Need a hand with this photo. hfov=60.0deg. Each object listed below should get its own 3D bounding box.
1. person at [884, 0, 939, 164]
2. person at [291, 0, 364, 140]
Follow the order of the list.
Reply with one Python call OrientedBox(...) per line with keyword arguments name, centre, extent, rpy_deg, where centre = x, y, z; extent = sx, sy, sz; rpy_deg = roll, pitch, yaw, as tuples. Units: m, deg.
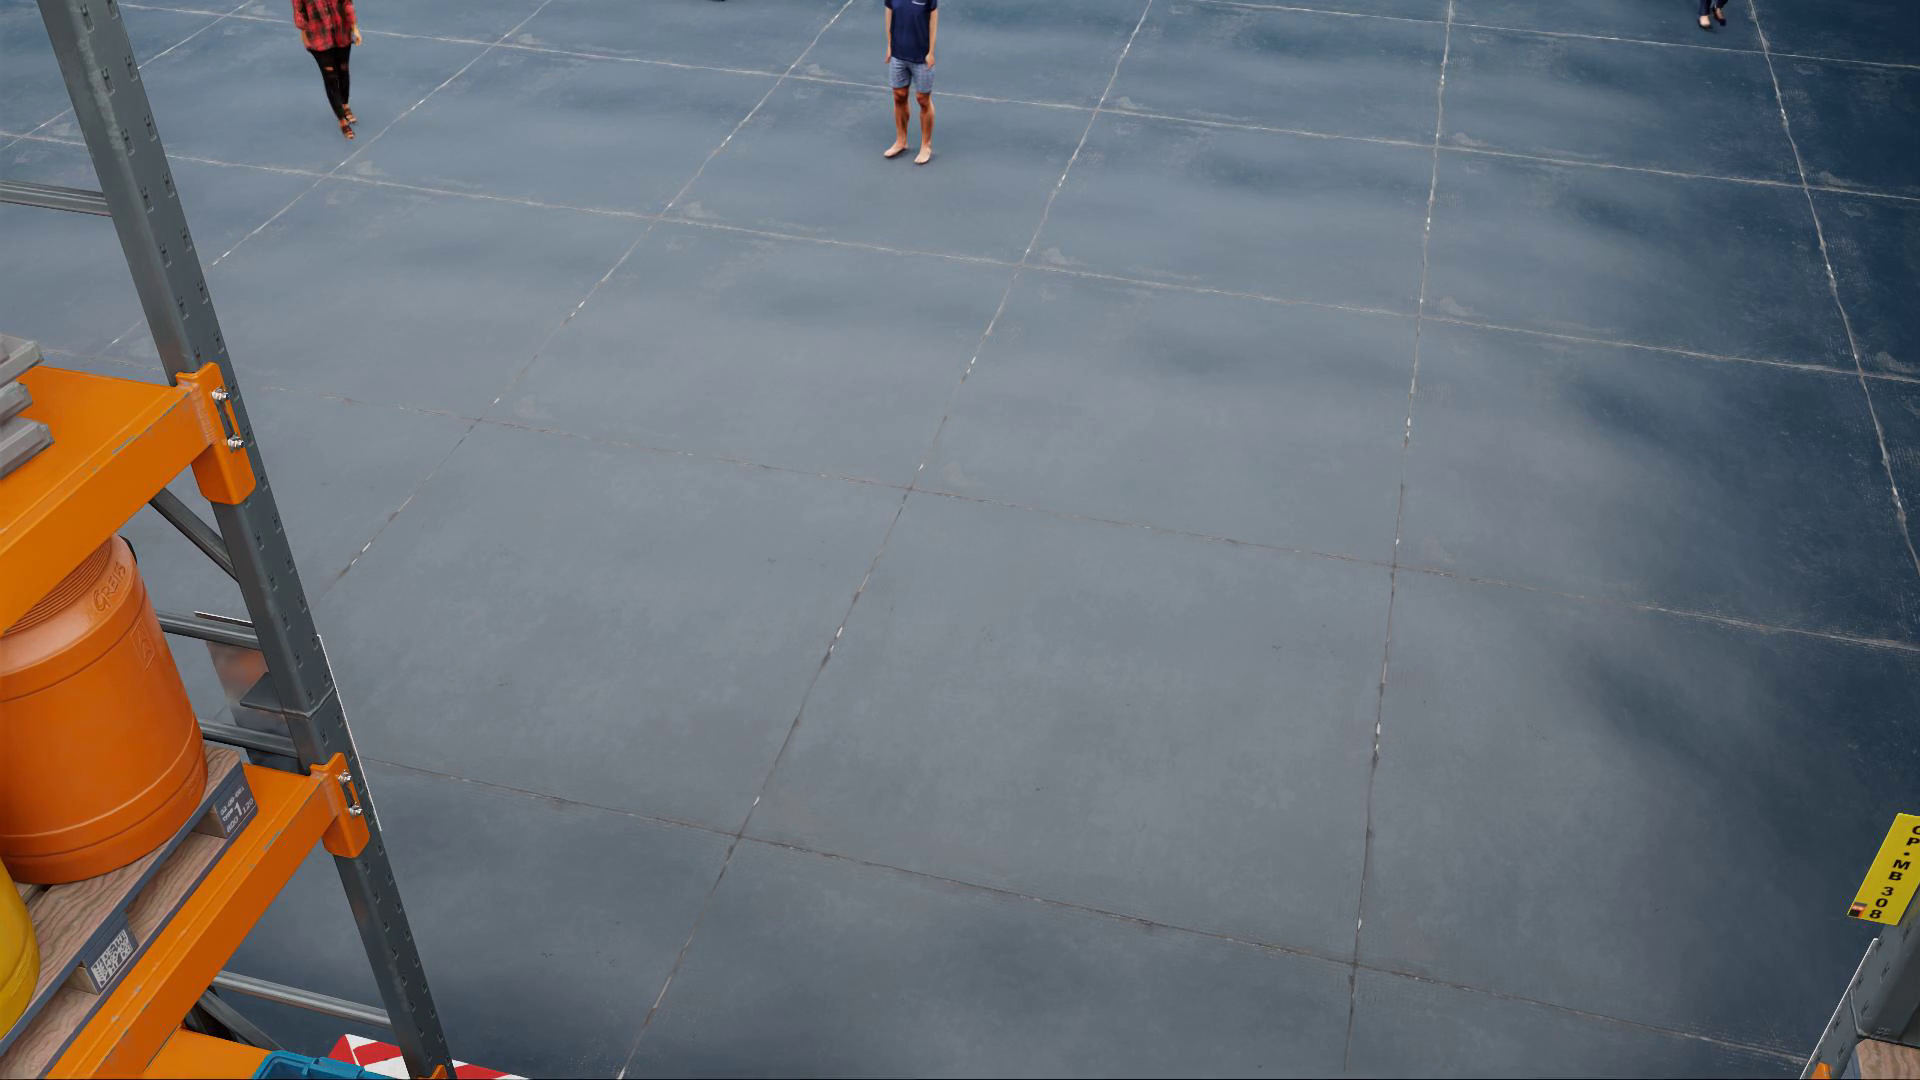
OrientedBox(name="person", centre=(-0.396, -4.049, 13.747), extent=(0.656, 1.849, 0.620), rpy_deg=(17, 41, 21))
OrientedBox(name="person", centre=(-5.440, -4.364, 14.291), extent=(0.961, 1.675, 0.990), rpy_deg=(-25, 45, -29))
